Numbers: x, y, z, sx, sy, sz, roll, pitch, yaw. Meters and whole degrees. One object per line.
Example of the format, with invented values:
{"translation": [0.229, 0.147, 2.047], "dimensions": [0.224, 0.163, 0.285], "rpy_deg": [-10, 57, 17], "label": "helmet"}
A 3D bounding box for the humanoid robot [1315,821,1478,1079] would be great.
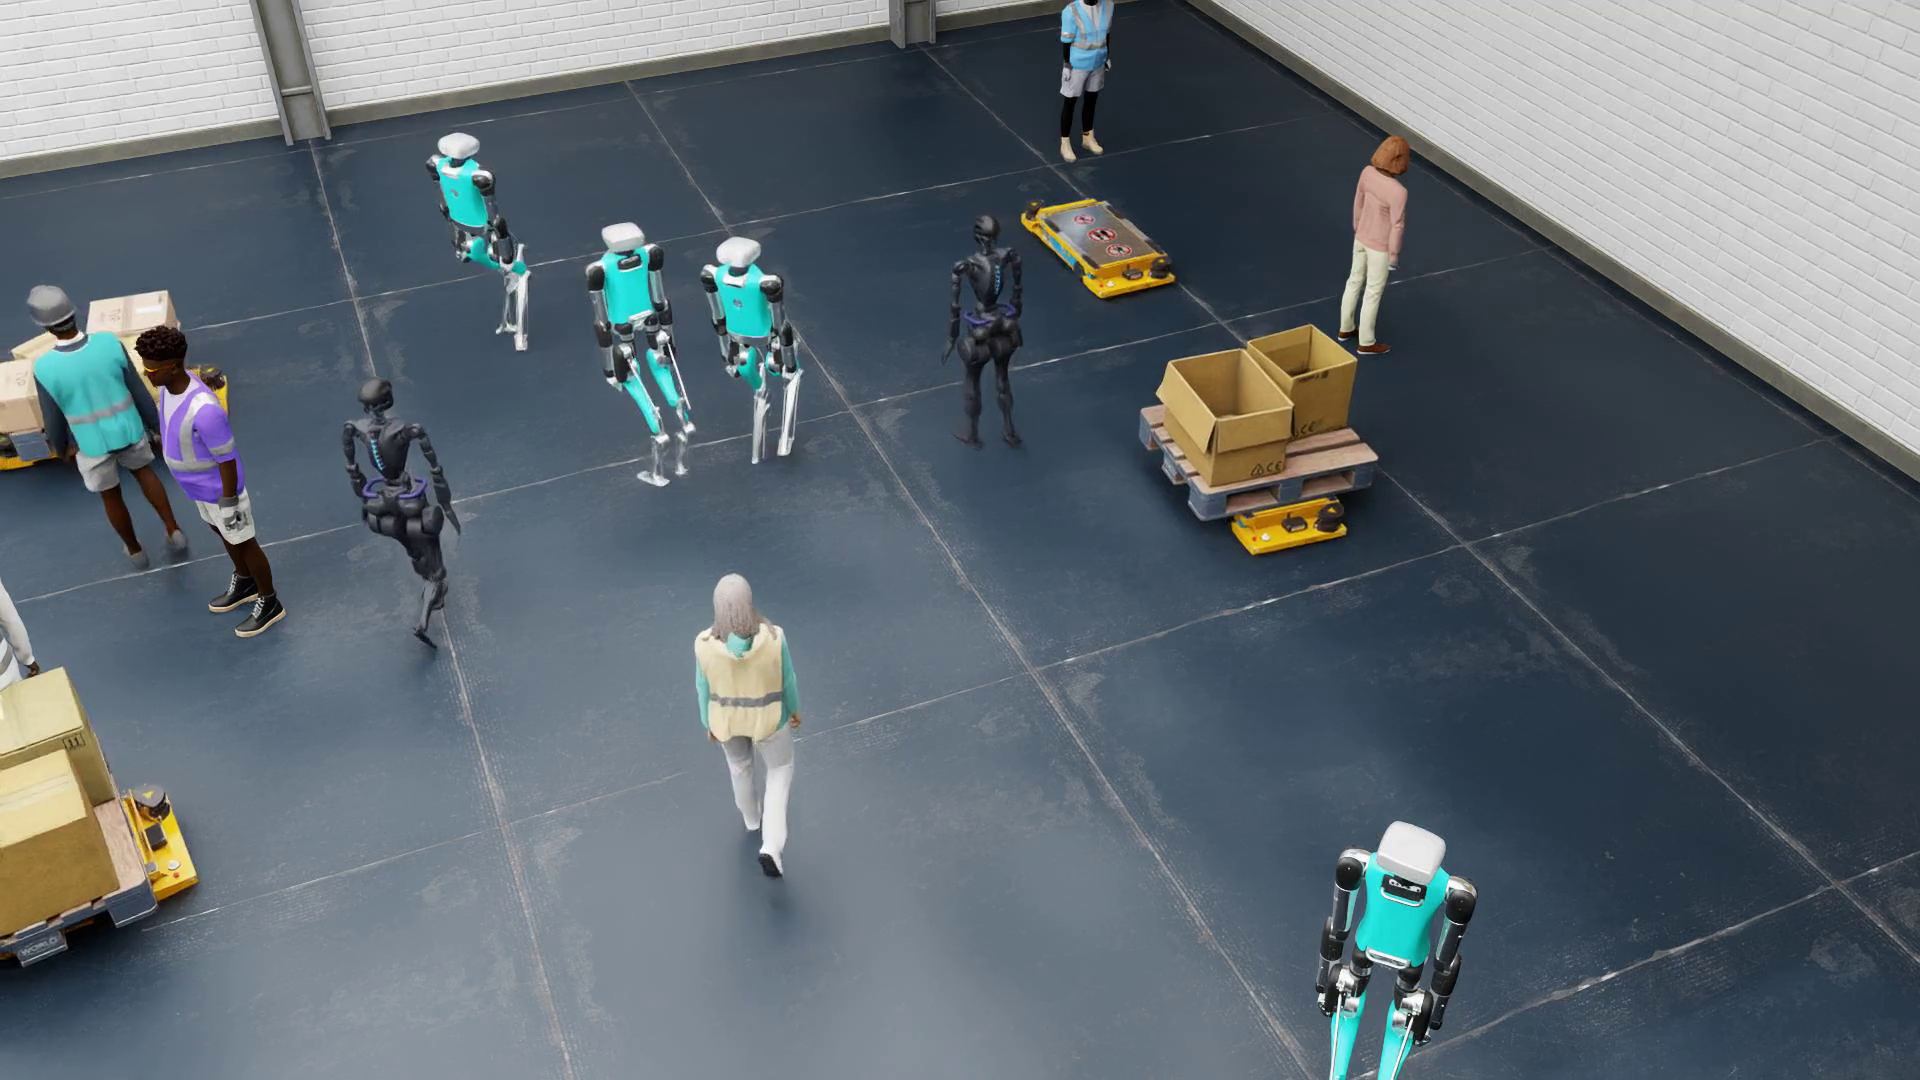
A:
{"translation": [1.601, 1.899, 6.487], "dimensions": [0.533, 1.677, 0.735], "rpy_deg": [15, 40, 18], "label": "humanoid robot"}

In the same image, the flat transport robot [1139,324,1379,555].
{"translation": [1.886, -0.432, 10.835], "dimensions": [0.659, 0.231, 1.431], "rpy_deg": [-11, 39, -14], "label": "flat transport robot"}

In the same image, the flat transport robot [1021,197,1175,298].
{"translation": [1.095, -2.391, 13.386], "dimensions": [0.659, 0.231, 1.431], "rpy_deg": [-15, 40, -19], "label": "flat transport robot"}

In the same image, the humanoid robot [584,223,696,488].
{"translation": [-1.926, -1.074, 10.475], "dimensions": [0.545, 1.800, 0.674], "rpy_deg": [-28, 45, -31], "label": "humanoid robot"}

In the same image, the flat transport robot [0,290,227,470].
{"translation": [-5.790, -0.852, 11.383], "dimensions": [1.431, 0.231, 0.659], "rpy_deg": [-12, 39, -15], "label": "flat transport robot"}

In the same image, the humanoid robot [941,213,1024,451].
{"translation": [0.174, -1.349, 10.881], "dimensions": [0.600, 1.668, 0.343], "rpy_deg": [-21, 42, -25], "label": "humanoid robot"}

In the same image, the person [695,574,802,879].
{"translation": [-1.003, 0.888, 7.945], "dimensions": [0.483, 1.690, 0.632], "rpy_deg": [0, 38, 0], "label": "person"}

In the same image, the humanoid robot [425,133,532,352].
{"translation": [-3.291, -2.143, 11.866], "dimensions": [0.587, 1.786, 0.807], "rpy_deg": [17, 41, 21], "label": "humanoid robot"}

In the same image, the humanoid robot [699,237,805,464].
{"translation": [-1.227, -1.217, 10.685], "dimensions": [0.535, 1.803, 0.830], "rpy_deg": [12, 39, 15], "label": "humanoid robot"}

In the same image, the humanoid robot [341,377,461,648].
{"translation": [-3.158, -0.162, 9.350], "dimensions": [0.593, 1.633, 0.685], "rpy_deg": [3, 38, 4], "label": "humanoid robot"}

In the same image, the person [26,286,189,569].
{"translation": [-4.991, -0.633, 9.736], "dimensions": [0.493, 1.923, 0.578], "rpy_deg": [30, 47, 33], "label": "person"}

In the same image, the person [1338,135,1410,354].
{"translation": [2.978, -2.116, 11.905], "dimensions": [0.284, 1.633, 0.500], "rpy_deg": [-15, 40, -19], "label": "person"}

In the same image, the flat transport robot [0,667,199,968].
{"translation": [-4.524, 1.704, 8.056], "dimensions": [1.431, 0.231, 0.659], "rpy_deg": [-22, 43, -26], "label": "flat transport robot"}

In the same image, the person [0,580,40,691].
{"translation": [-4.743, 0.696, 8.043], "dimensions": [0.337, 1.882, 0.583], "rpy_deg": [20, 42, 24], "label": "person"}

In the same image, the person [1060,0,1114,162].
{"translation": [1.101, -4.161, 14.515], "dimensions": [0.534, 1.696, 0.322], "rpy_deg": [-20, 42, -24], "label": "person"}

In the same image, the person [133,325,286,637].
{"translation": [-4.202, -0.331, 9.312], "dimensions": [0.367, 1.966, 0.603], "rpy_deg": [-30, 47, -33], "label": "person"}
